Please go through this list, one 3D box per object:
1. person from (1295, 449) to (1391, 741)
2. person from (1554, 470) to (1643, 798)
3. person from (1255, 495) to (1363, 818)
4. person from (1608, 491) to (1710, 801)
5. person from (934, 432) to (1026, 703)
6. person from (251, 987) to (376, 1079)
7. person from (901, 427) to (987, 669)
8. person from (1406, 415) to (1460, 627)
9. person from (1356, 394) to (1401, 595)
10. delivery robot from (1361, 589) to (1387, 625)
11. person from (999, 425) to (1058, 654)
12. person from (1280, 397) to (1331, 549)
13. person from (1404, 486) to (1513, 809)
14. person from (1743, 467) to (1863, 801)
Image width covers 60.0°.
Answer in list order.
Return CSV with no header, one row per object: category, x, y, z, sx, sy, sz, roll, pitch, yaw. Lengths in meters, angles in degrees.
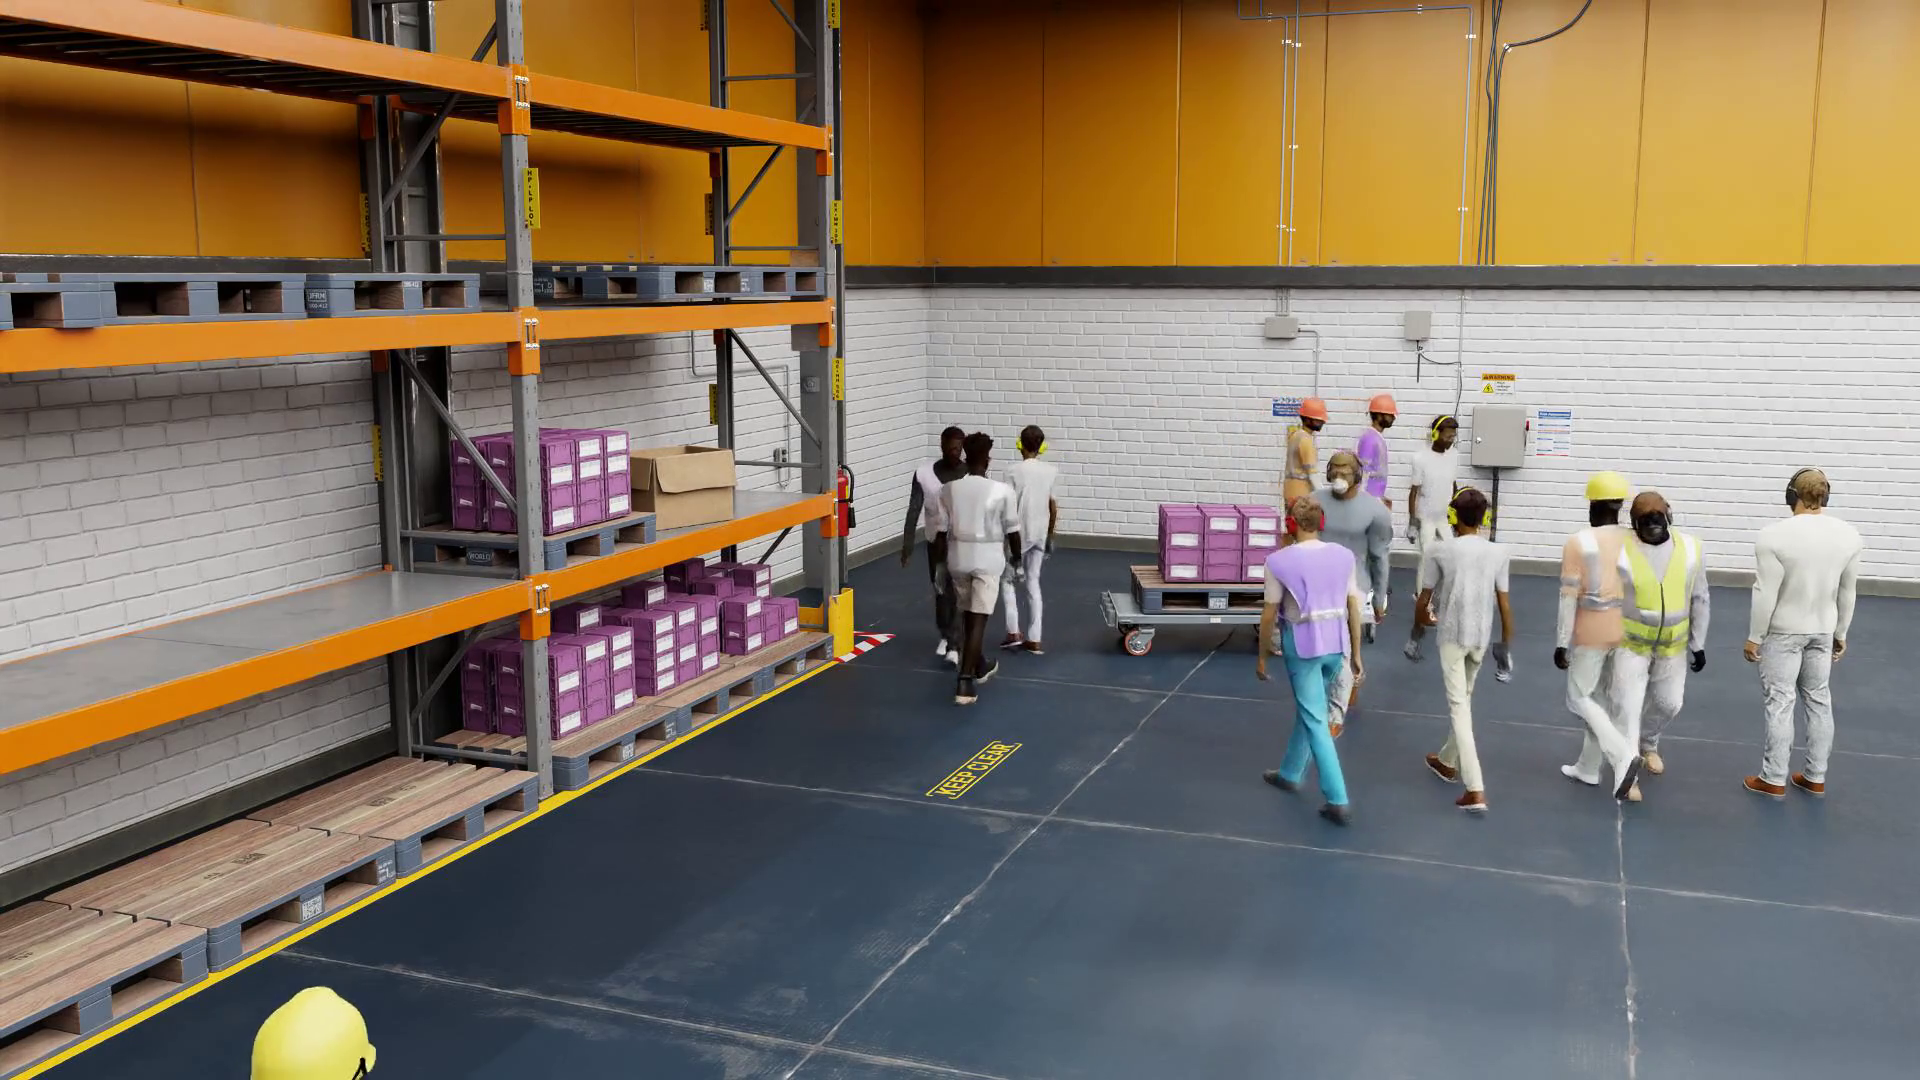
person,2.562,0.326,11.090,0.618,1.910,0.870,6,11,34
person,3.772,0.552,9.668,0.606,1.909,0.684,-3,9,-17
person,2.001,0.646,9.436,0.578,1.798,0.876,-4,10,-25
person,3.992,0.584,9.777,0.642,1.816,0.677,0,9,2
person,0.129,0.181,12.002,0.613,1.918,0.987,4,10,25
person,-1.169,1.690,3.107,0.531,1.723,0.896,0,9,3
person,-0.119,0.045,12.991,0.644,1.860,1.025,1,9,7
person,4.095,-0.165,14.346,0.580,1.847,0.434,-4,10,-23
person,3.946,-0.425,15.757,0.604,1.913,0.565,3,9,16
delivery robot,3.175,0.520,13.810,0.707,0.478,0.477,1,9,8
person,0.498,-0.007,13.398,0.580,1.836,0.526,-4,10,-24
person,3.330,-0.395,15.637,0.924,1.889,0.544,1,9,8
person,2.918,0.605,9.630,0.502,1.822,0.990,-2,9,-10
person,4.844,0.545,9.615,0.638,1.938,0.356,-1,9,-8
